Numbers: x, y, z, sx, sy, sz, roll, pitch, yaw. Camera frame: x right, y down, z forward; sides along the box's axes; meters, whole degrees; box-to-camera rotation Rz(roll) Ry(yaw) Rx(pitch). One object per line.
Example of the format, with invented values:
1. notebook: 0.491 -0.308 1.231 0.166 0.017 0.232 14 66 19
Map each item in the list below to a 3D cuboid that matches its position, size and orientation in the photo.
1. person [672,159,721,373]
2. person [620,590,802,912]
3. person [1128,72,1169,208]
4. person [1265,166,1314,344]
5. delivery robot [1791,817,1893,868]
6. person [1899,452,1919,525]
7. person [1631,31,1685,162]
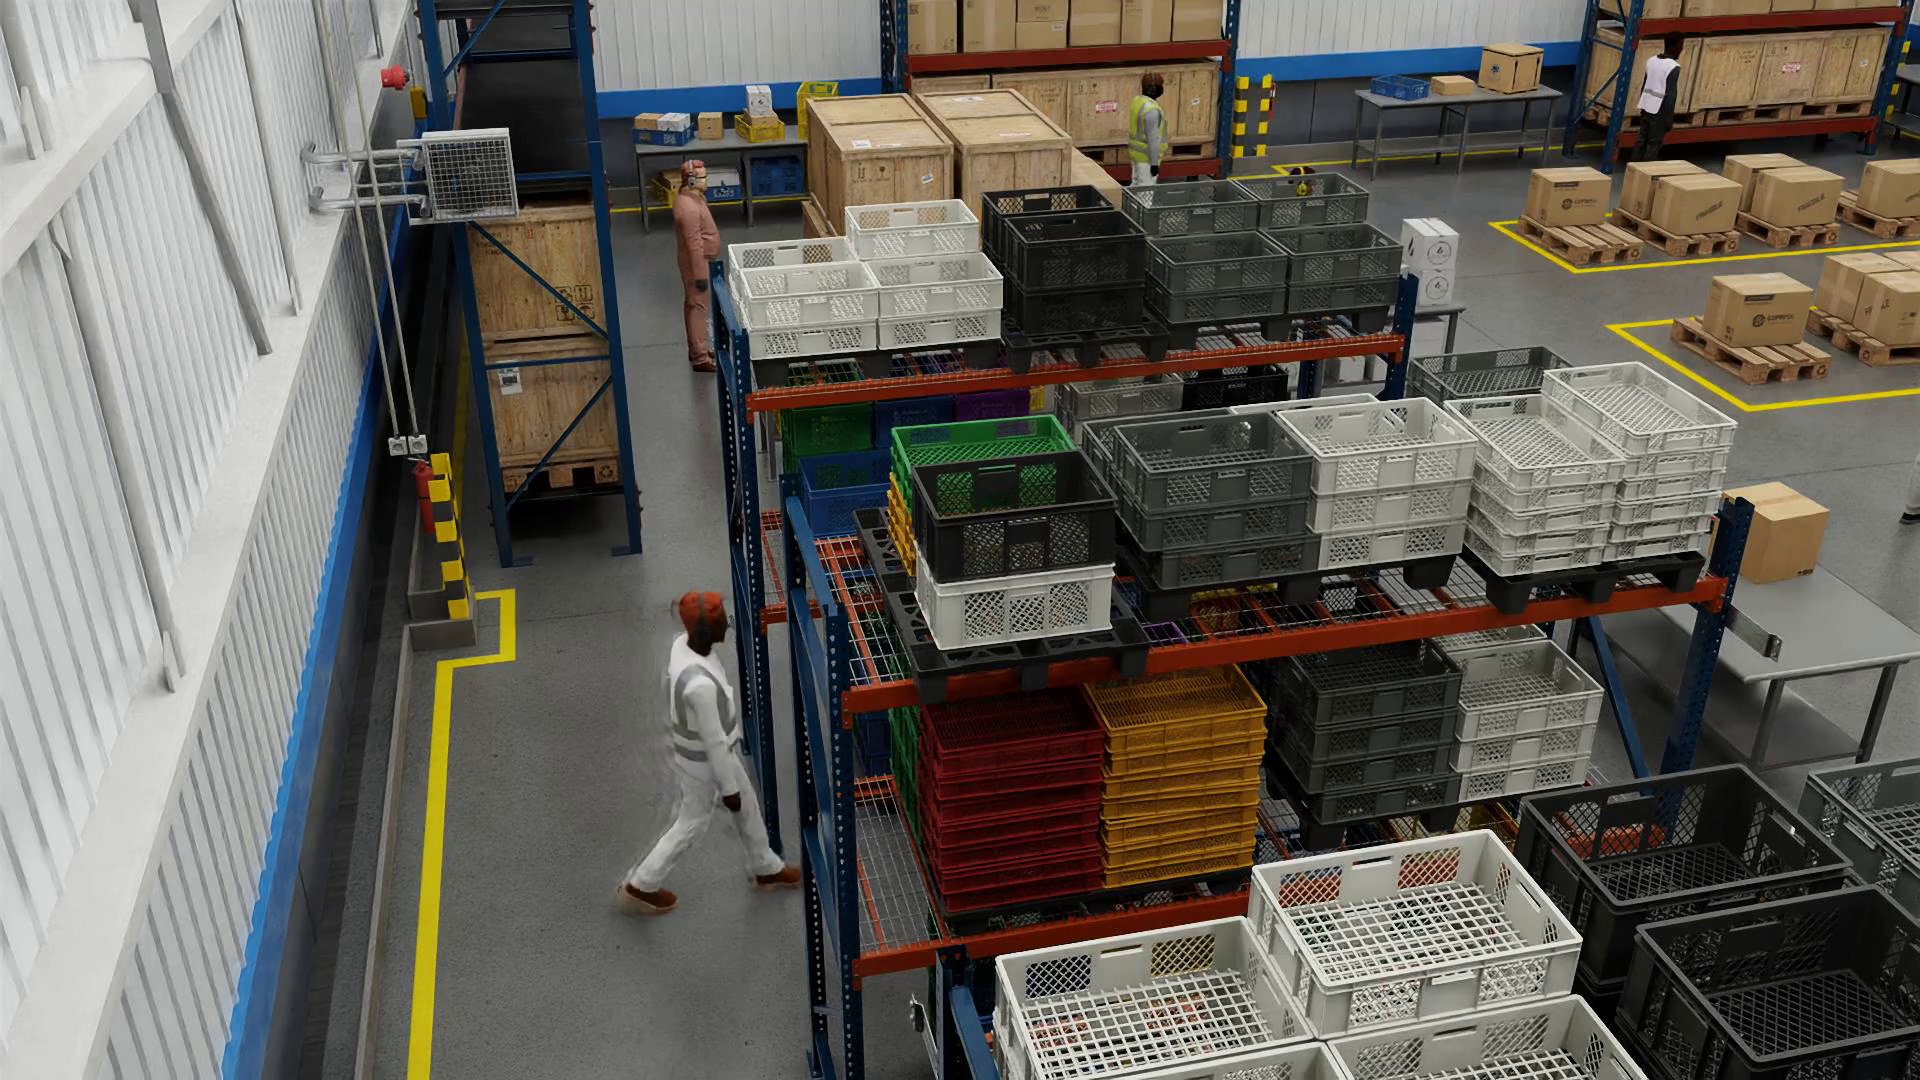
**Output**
1. person: -2.342 -2.472 14.964 0.403 1.911 0.637 -6 28 -11
2. person: -1.292 1.070 8.309 0.957 1.846 0.585 -5 28 -9
3. person: 2.072 -4.229 18.368 0.430 1.845 0.619 -6 28 -11
4. person: 2.968 -2.425 14.913 0.331 1.874 0.519 -6 28 -11
5. delivery robot: 4.523 1.697 8.398 0.477 0.478 0.707 -6 28 -12
6. person: 7.251 -0.888 12.047 0.404 1.826 0.587 -6 28 -11
7. person: 8.380 -5.145 20.030 0.394 1.915 0.587 -6 28 -11
